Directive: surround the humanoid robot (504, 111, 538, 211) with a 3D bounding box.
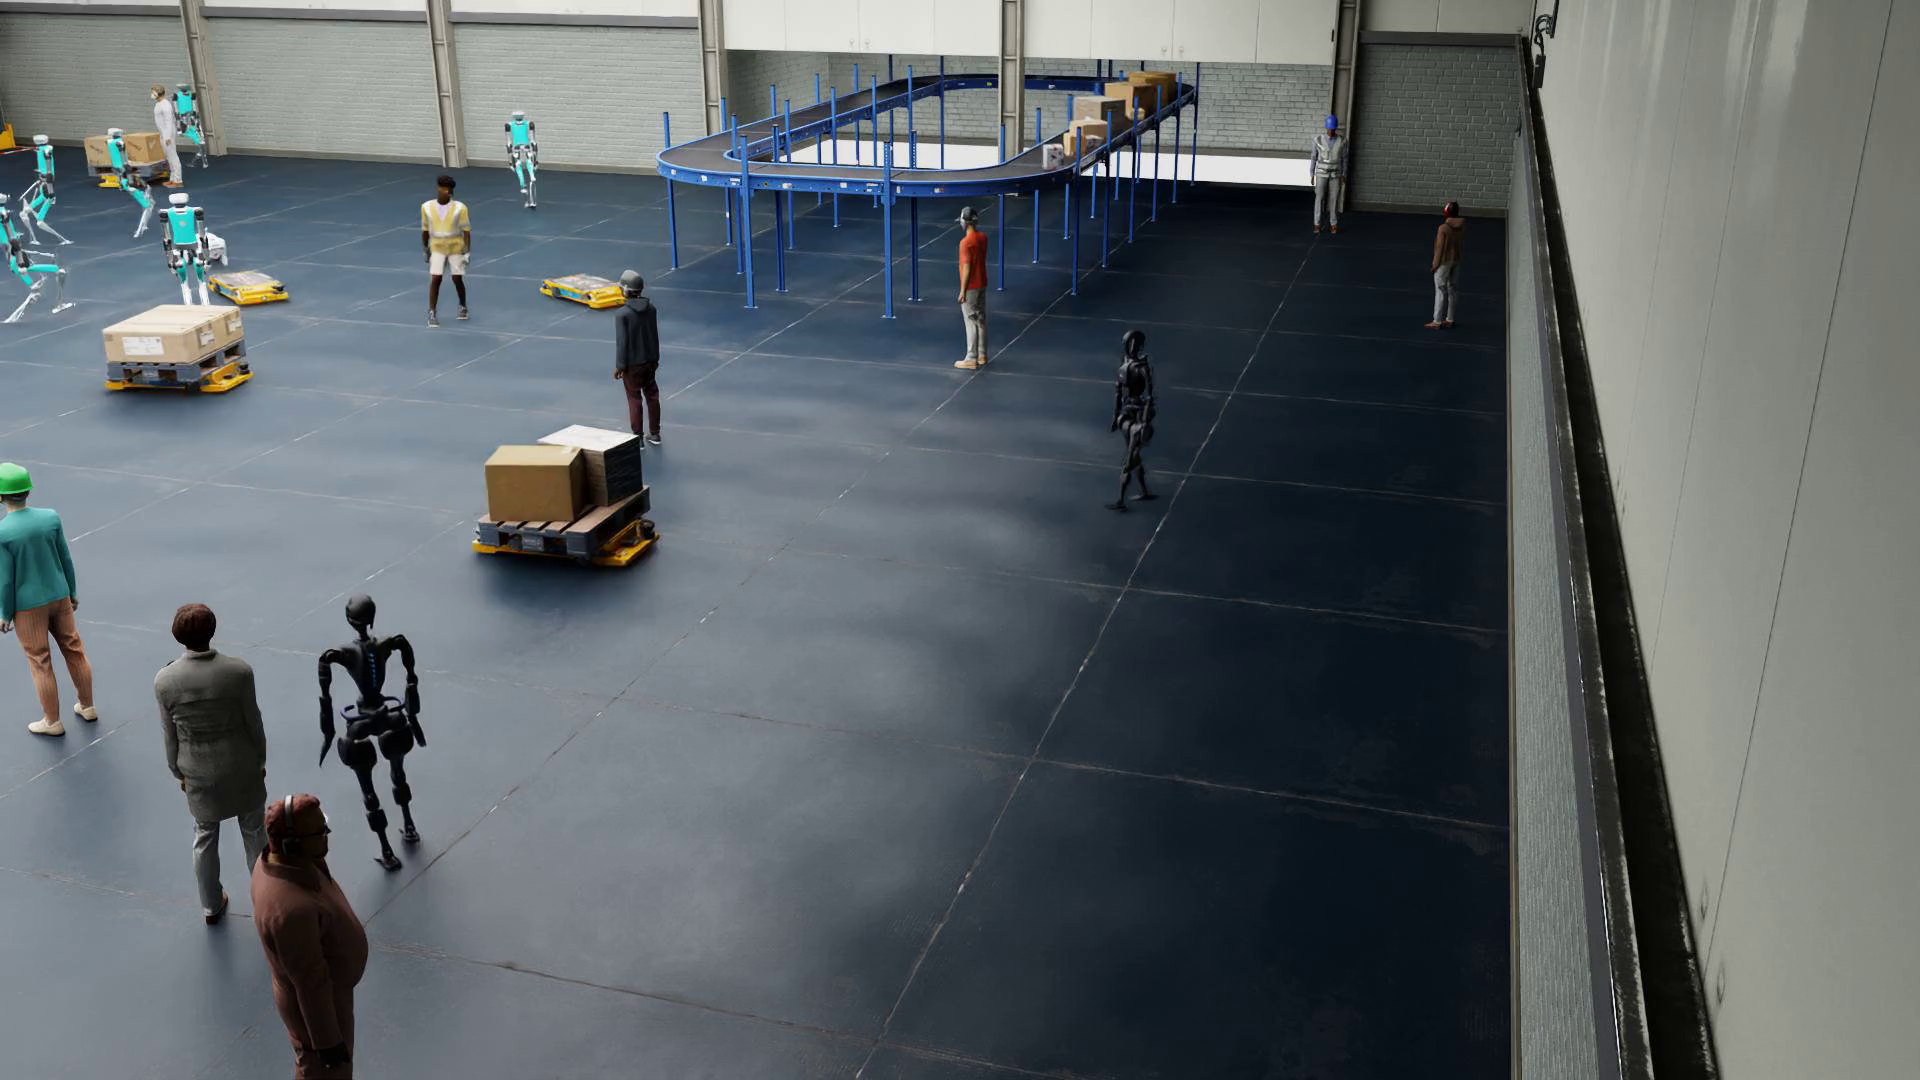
[{"bbox_3d":[-7.727,-6.674,29.525,0.530,1.773,1.018,-7,22,-18],"label":"humanoid robot"}]

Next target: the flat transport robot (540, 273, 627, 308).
[{"bbox_3d":[-5.182,-3.474,23.188,1.431,0.231,0.659,19,28,41],"label":"flat transport robot"}]

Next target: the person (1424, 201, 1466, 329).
[{"bbox_3d":[6.292,-3.539,21.429,0.457,1.651,0.339,-11,24,-26],"label":"person"}]

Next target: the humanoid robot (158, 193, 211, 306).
[{"bbox_3d":[-9.971,-3.656,21.492,0.531,1.699,0.738,-9,23,-22],"label":"humanoid robot"}]

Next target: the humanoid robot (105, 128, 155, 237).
[{"bbox_3d":[-13.586,-5.911,27.480,0.530,1.794,0.753,19,28,40],"label":"humanoid robot"}]

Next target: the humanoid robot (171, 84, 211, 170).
[{"bbox_3d":[-15.687,-8.430,34.116,1.077,1.781,0.568,12,24,28],"label":"humanoid robot"}]

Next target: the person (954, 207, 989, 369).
[{"bbox_3d":[0.110,-2.971,19.614,0.431,1.904,0.478,12,24,29],"label":"person"}]

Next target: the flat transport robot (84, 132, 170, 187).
[{"bbox_3d":[-16.238,-7.121,32.647,0.659,0.231,1.431,0,21,1],"label":"flat transport robot"}]

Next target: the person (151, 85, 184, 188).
[{"bbox_3d":[-15.275,-7.768,32.008,0.373,1.940,0.629,-14,25,-32],"label":"person"}]

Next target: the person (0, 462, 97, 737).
[{"bbox_3d":[-6.058,0.393,10.926,0.349,1.876,0.518,13,25,30],"label":"person"}]

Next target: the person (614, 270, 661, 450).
[{"bbox_3d":[-3.235,-1.811,16.723,0.364,1.815,0.553,16,26,35],"label":"person"}]

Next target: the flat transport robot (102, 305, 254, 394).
[{"bbox_3d":[-8.942,-1.886,19.071,1.431,0.231,0.659,2,21,5],"label":"flat transport robot"}]

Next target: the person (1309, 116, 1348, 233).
[{"bbox_3d":[6.107,-6.060,27.591,0.617,1.932,0.415,0,21,0],"label":"person"}]

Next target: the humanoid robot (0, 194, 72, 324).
[{"bbox_3d":[-12.125,-3.680,21.796,1.066,1.775,0.531,-20,29,-41],"label":"humanoid robot"}]

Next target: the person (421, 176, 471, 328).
[{"bbox_3d":[-6.700,-3.777,21.706,0.651,1.911,0.706,-3,21,-7],"label":"person"}]

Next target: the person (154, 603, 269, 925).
[{"bbox_3d":[-3.968,1.204,8.912,0.496,1.823,0.369,-5,22,-12],"label":"person"}]

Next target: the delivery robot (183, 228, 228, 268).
[{"bbox_3d":[-11.491,-4.445,25.336,0.792,0.614,0.499,20,28,41],"label":"delivery robot"}]

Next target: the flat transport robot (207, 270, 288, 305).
[{"bbox_3d":[-10.037,-3.557,23.402,0.659,0.231,1.431,-17,27,-36],"label":"flat transport robot"}]

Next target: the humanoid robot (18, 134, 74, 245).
[{"bbox_3d":[-14.800,-5.548,26.574,0.876,1.785,0.562,-15,26,-34],"label":"humanoid robot"}]

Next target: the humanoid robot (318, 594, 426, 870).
[{"bbox_3d":[-3.351,1.071,9.442,0.591,1.655,0.393,-15,26,-34],"label":"humanoid robot"}]

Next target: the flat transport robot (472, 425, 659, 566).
[{"bbox_3d":[-3.371,-0.031,14.257,1.431,0.231,0.659,6,22,14],"label":"flat transport robot"}]

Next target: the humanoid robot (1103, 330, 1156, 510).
[{"bbox_3d":[1.526,-1.094,15.089,0.714,1.630,0.608,-11,24,-26],"label":"humanoid robot"}]

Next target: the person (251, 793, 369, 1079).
[{"bbox_3d":[-2.660,1.910,6.949,0.409,1.906,0.652,-11,23,-26],"label":"person"}]
